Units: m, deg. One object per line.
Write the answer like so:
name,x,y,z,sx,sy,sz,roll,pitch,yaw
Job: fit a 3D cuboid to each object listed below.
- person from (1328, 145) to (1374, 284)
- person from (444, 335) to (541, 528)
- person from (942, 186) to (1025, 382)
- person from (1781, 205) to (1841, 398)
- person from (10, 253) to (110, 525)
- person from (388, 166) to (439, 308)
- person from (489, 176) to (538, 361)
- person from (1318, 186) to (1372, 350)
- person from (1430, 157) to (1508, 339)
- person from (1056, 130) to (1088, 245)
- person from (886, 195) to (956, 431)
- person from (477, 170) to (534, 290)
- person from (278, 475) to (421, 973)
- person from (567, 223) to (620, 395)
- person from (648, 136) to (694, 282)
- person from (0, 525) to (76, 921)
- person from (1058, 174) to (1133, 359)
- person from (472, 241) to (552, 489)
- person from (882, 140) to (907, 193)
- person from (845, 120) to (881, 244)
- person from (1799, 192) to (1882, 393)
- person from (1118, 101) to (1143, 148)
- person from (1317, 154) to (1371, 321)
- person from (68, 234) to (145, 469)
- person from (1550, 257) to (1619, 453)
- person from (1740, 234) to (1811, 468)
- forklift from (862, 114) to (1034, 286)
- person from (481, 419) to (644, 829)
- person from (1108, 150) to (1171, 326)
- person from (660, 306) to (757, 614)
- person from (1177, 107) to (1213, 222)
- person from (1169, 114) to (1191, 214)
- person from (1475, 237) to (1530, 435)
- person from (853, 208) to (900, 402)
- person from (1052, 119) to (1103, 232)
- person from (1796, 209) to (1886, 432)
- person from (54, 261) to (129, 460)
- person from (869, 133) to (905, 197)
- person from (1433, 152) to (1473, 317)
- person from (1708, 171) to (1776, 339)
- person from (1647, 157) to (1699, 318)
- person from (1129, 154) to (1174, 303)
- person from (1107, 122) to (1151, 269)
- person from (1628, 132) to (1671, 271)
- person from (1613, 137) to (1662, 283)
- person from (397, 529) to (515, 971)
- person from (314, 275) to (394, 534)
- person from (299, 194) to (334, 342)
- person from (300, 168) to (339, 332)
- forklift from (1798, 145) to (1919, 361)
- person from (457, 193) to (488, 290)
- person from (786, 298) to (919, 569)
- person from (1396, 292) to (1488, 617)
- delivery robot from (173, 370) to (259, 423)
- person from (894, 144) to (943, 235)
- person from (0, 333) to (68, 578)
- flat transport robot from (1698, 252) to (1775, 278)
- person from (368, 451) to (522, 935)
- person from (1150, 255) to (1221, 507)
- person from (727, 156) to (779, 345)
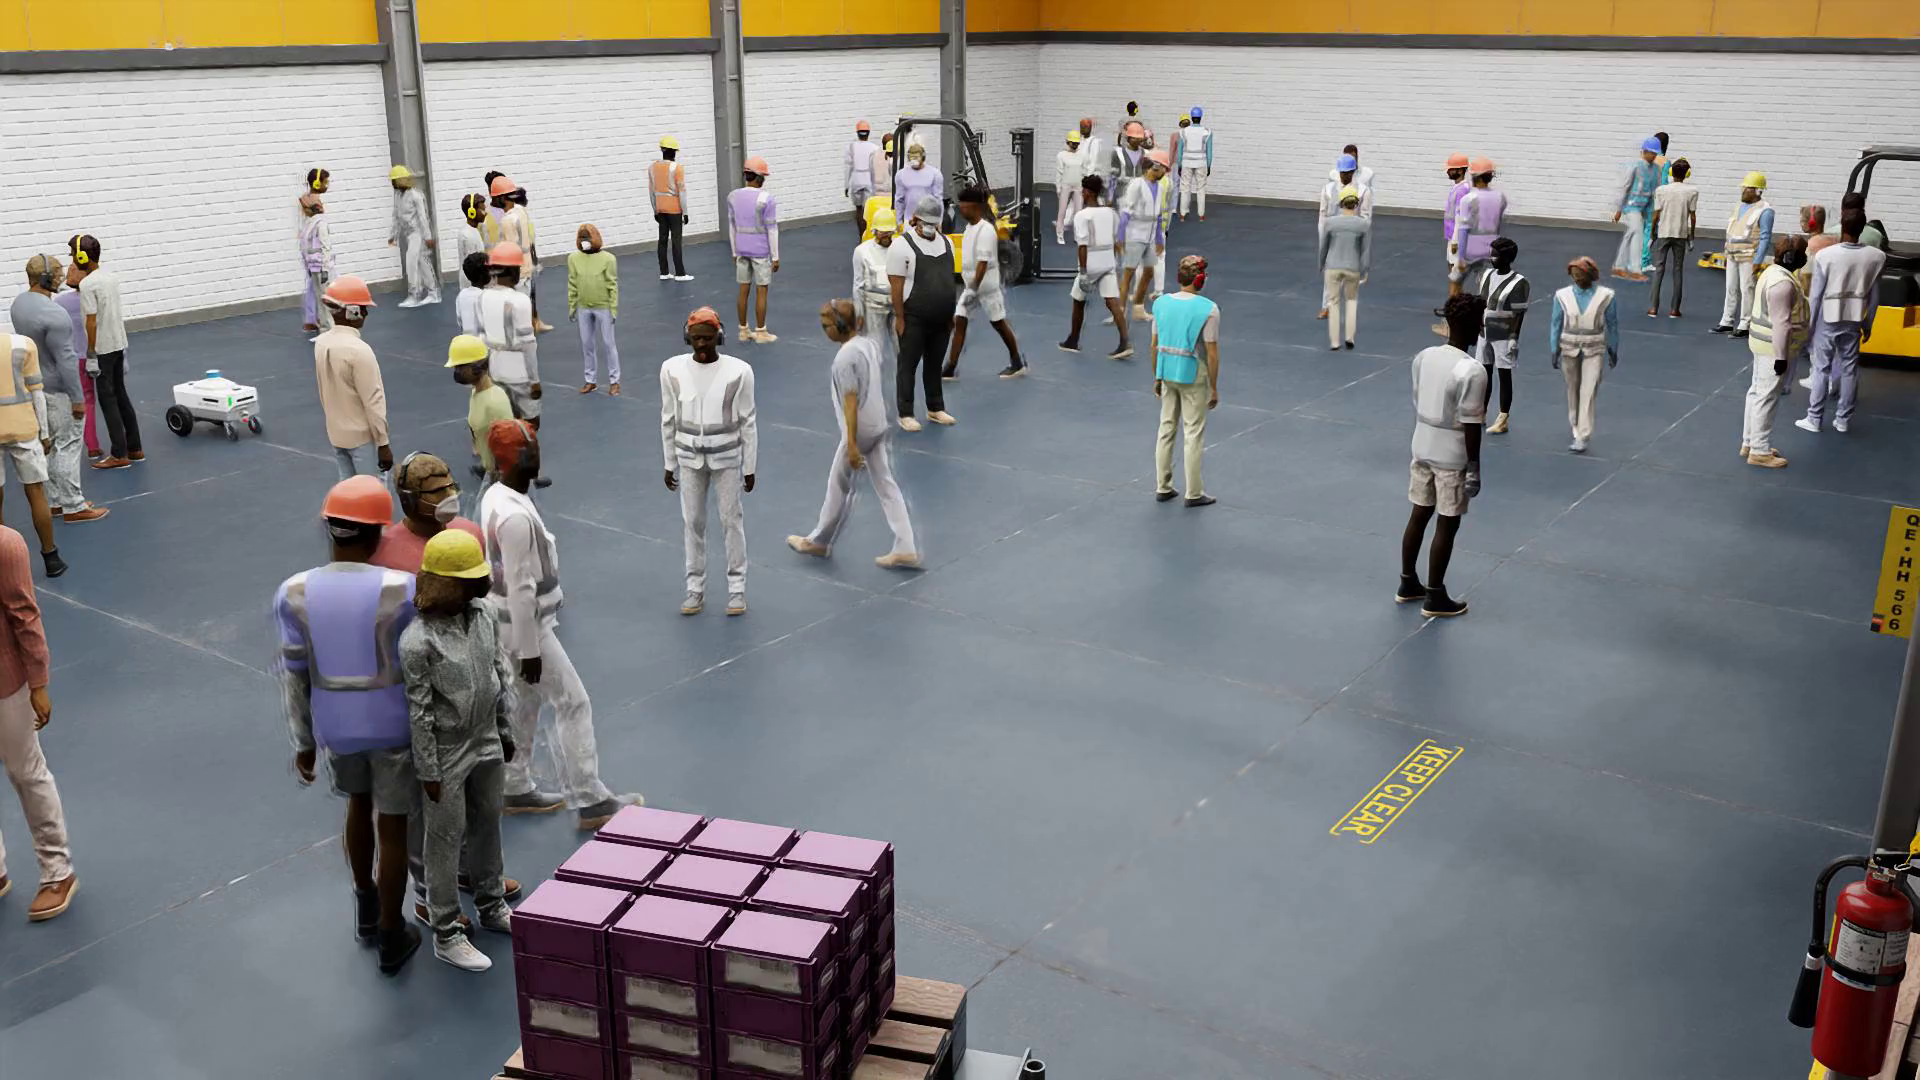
person,5.117,-4.271,21.931,0.602,1.869,0.725,2,18,8
person,-2.756,-0.370,9.921,0.602,1.721,0.524,-12,21,-33
person,0.196,-2.496,16.302,1.043,1.912,0.613,-9,20,-26
person,7.999,-2.215,15.556,0.610,1.808,0.787,-16,23,-40
person,-6.379,-1.056,11.750,0.641,1.927,0.386,13,22,35
person,-6.789,-3.720,20.428,0.493,1.709,0.759,16,24,40
person,-4.557,-2.726,16.963,0.374,1.929,0.542,0,18,0
person,4.106,-2.911,17.825,0.546,1.748,0.424,3,18,8
person,5.591,-3.174,18.238,0.621,2.015,0.834,-6,19,-17
person,1.738,-5.466,25.828,0.528,1.753,0.397,-6,19,-19
person,-0.272,-1.979,14.446,0.681,2.000,0.536,-14,22,-36
person,-4.754,-2.848,17.283,0.613,1.963,0.362,-7,19,-20
person,-2.222,0.684,6.344,0.549,1.897,0.633,1,18,3
person,-3.468,-2.185,15.761,0.499,1.627,0.275,4,18,12
person,-3.891,-4.441,22.347,0.584,1.917,0.381,9,20,27
person,-3.918,0.575,6.564,0.625,1.980,0.411,-2,18,-6
person,1.462,-2.856,17.416,0.612,1.912,1.043,-13,22,-35
person,-3.376,-1.240,12.340,0.548,1.914,0.650,14,22,37
person,-0.961,-4.849,23.905,0.485,1.744,0.296,3,18,11
person,-1.466,-5.472,25.568,0.594,1.912,0.538,1,18,2
person,8.348,-2.348,15.819,0.634,1.898,0.550,0,18,-1
person,3.247,-7.398,31.690,0.528,1.860,0.313,8,19,24
person,4.483,-3.537,19.489,0.612,1.938,0.416,10,20,29
person,-6.815,-1.495,13.238,0.346,1.855,0.533,0,18,-1
person,5.203,-1.566,13.886,0.549,1.581,0.844,9,20,26
person,6.546,-1.520,13.331,0.429,1.845,0.627,5,18,15
forklift,-0.171,-4.594,22.377,2.313,2.155,1.214,1,18,3
person,-1.779,0.370,7.408,0.711,1.850,0.608,-7,19,-20
person,2.066,-3.469,19.208,0.788,1.998,0.420,-16,24,-41
person,-1.499,-0.468,9.986,0.575,1.880,0.357,1,18,4
person,4.039,-6.463,28.647,0.604,1.938,0.425,4,18,12
person,3.983,-6.728,29.765,0.532,1.756,0.344,-3,18,-9
person,4.622,-1.760,14.320,0.321,1.694,0.529,-9,20,-26
person,-0.686,-2.154,15.356,0.606,1.818,0.403,-7,19,-20
person,1.994,-5.922,27.116,1.012,1.824,0.589,-10,20,-29
person,7.578,-1.877,14.325,0.590,1.918,0.389,1,18,4
person,-7.008,-1.457,13.471,0.507,1.631,0.265,0,18,-1
person,-1.005,-4.934,24.022,0.622,1.838,0.429,13,22,35
person,5.872,-3.626,19.784,0.389,1.930,0.544,3,18,10
person,8.702,-3.161,18.481,0.404,1.832,0.595,-4,18,-14
person,8.439,-3.579,19.727,0.520,1.873,0.328,7,19,22
person,2.340,-3.873,20.712,0.629,1.838,0.429,-8,19,-23
person,2.443,-4.825,23.375,0.646,2.020,0.718,-5,18,-15
person,9.631,-4.716,23.226,0.392,1.911,0.587,-6,19,-17
person,9.190,-4.423,22.295,0.610,1.907,0.837,-11,21,-30
person,-1.859,0.787,6.288,0.322,1.737,0.484,8,20,24
person,-3.734,-0.648,10.357,0.609,1.995,0.376,15,23,38
person,-6.970,-2.942,18.111,0.311,1.638,0.514,-13,22,-36
person,-7.232,-3.258,18.767,0.535,1.843,0.606,-8,20,-24
forklift,9.803,-2.879,17.013,2.313,2.155,1.214,12,21,33
person,-4.672,-2.410,16.093,0.325,1.861,0.512,-6,19,-18
person,-0.690,-0.681,10.818,0.962,1.779,0.504,7,19,21
person,2.923,-0.515,9.998,0.367,1.959,0.606,-7,19,-20
delivery robot,-6.408,-1.221,14.325,0.707,0.478,0.477,8,19,23
person,-0.519,-4.043,21.093,0.637,1.929,0.367,4,18,12
person,-6.101,-0.688,10.603,0.543,1.929,0.398,-8,19,-24
flat transport robot,11.009,-3.818,23.058,0.652,0.197,1.431,-5,18,-16
person,-2.039,0.595,6.562,0.373,1.940,0.630,8,19,23
person,1.633,-1.157,12.191,0.564,1.846,0.390,15,23,40
person,-2.220,-3.143,18.113,0.613,2.031,0.410,9,20,27
